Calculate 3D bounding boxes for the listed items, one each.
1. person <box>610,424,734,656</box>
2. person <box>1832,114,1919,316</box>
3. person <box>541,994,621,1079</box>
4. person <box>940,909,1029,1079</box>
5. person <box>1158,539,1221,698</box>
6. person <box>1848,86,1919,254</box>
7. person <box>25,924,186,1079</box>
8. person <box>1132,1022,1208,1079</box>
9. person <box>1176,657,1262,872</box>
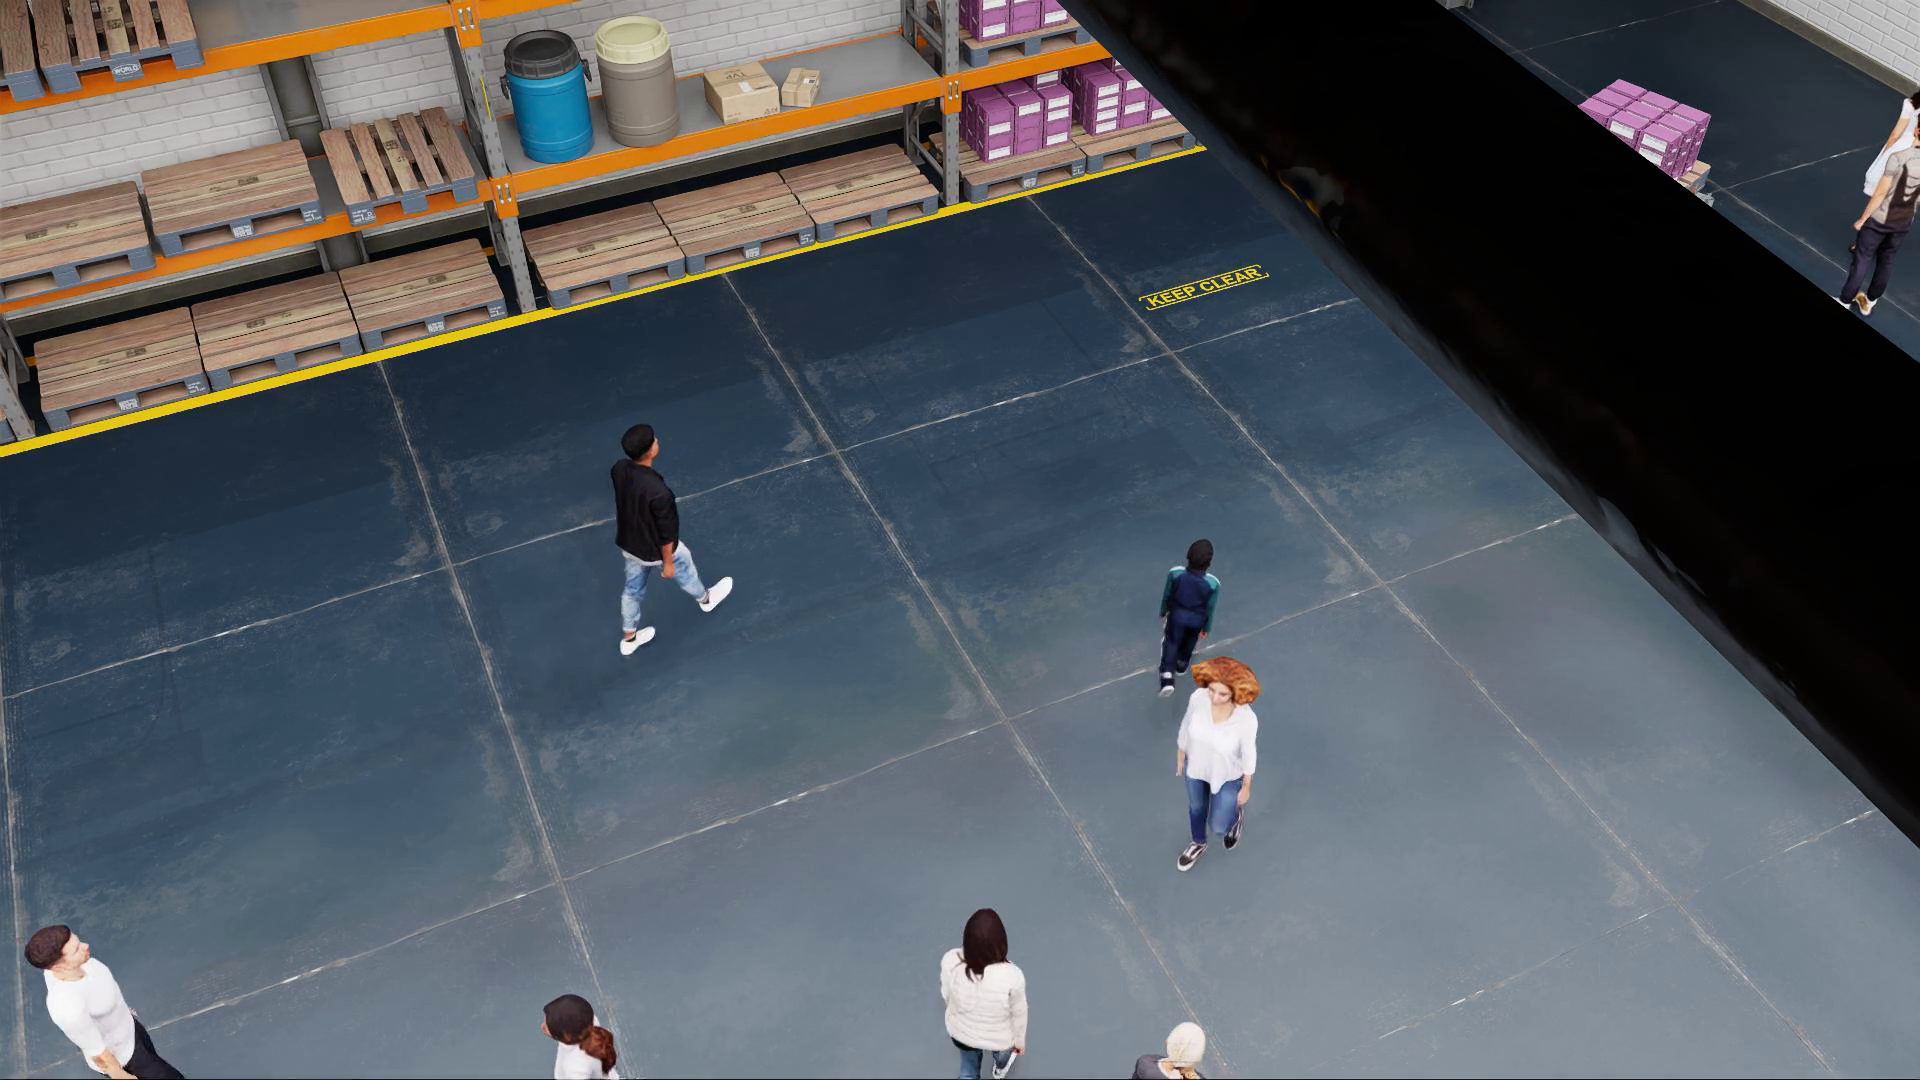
[{"bbox_3d":[-2.099,0.054,10.864,1.033,1.771,1.251,30,51,27],"label":"person"},{"bbox_3d":[7.631,-2.664,13.626,0.604,1.897,0.762,-6,44,-6],"label":"person"},{"bbox_3d":[-1.712,2.727,8.098,0.769,1.716,0.694,-7,44,-8],"label":"person"},{"bbox_3d":[0.106,2.500,8.409,0.898,1.616,0.948,13,45,13],"label":"person"},{"bbox_3d":[1.457,0.518,10.762,0.812,1.239,0.837,9,44,9],"label":"person"},{"bbox_3d":[8.105,-3.218,14.271,0.844,1.809,0.913,8,44,9],"label":"person"},{"bbox_3d":[-4.259,2.516,8.226,0.748,1.844,0.684,-19,47,-19],"label":"person"},{"bbox_3d":[0.967,2.870,7.948,0.727,1.716,0.774,18,46,18],"label":"person"},{"bbox_3d":[1.531,1.264,9.645,0.799,1.701,0.858,29,51,27],"label":"person"}]
